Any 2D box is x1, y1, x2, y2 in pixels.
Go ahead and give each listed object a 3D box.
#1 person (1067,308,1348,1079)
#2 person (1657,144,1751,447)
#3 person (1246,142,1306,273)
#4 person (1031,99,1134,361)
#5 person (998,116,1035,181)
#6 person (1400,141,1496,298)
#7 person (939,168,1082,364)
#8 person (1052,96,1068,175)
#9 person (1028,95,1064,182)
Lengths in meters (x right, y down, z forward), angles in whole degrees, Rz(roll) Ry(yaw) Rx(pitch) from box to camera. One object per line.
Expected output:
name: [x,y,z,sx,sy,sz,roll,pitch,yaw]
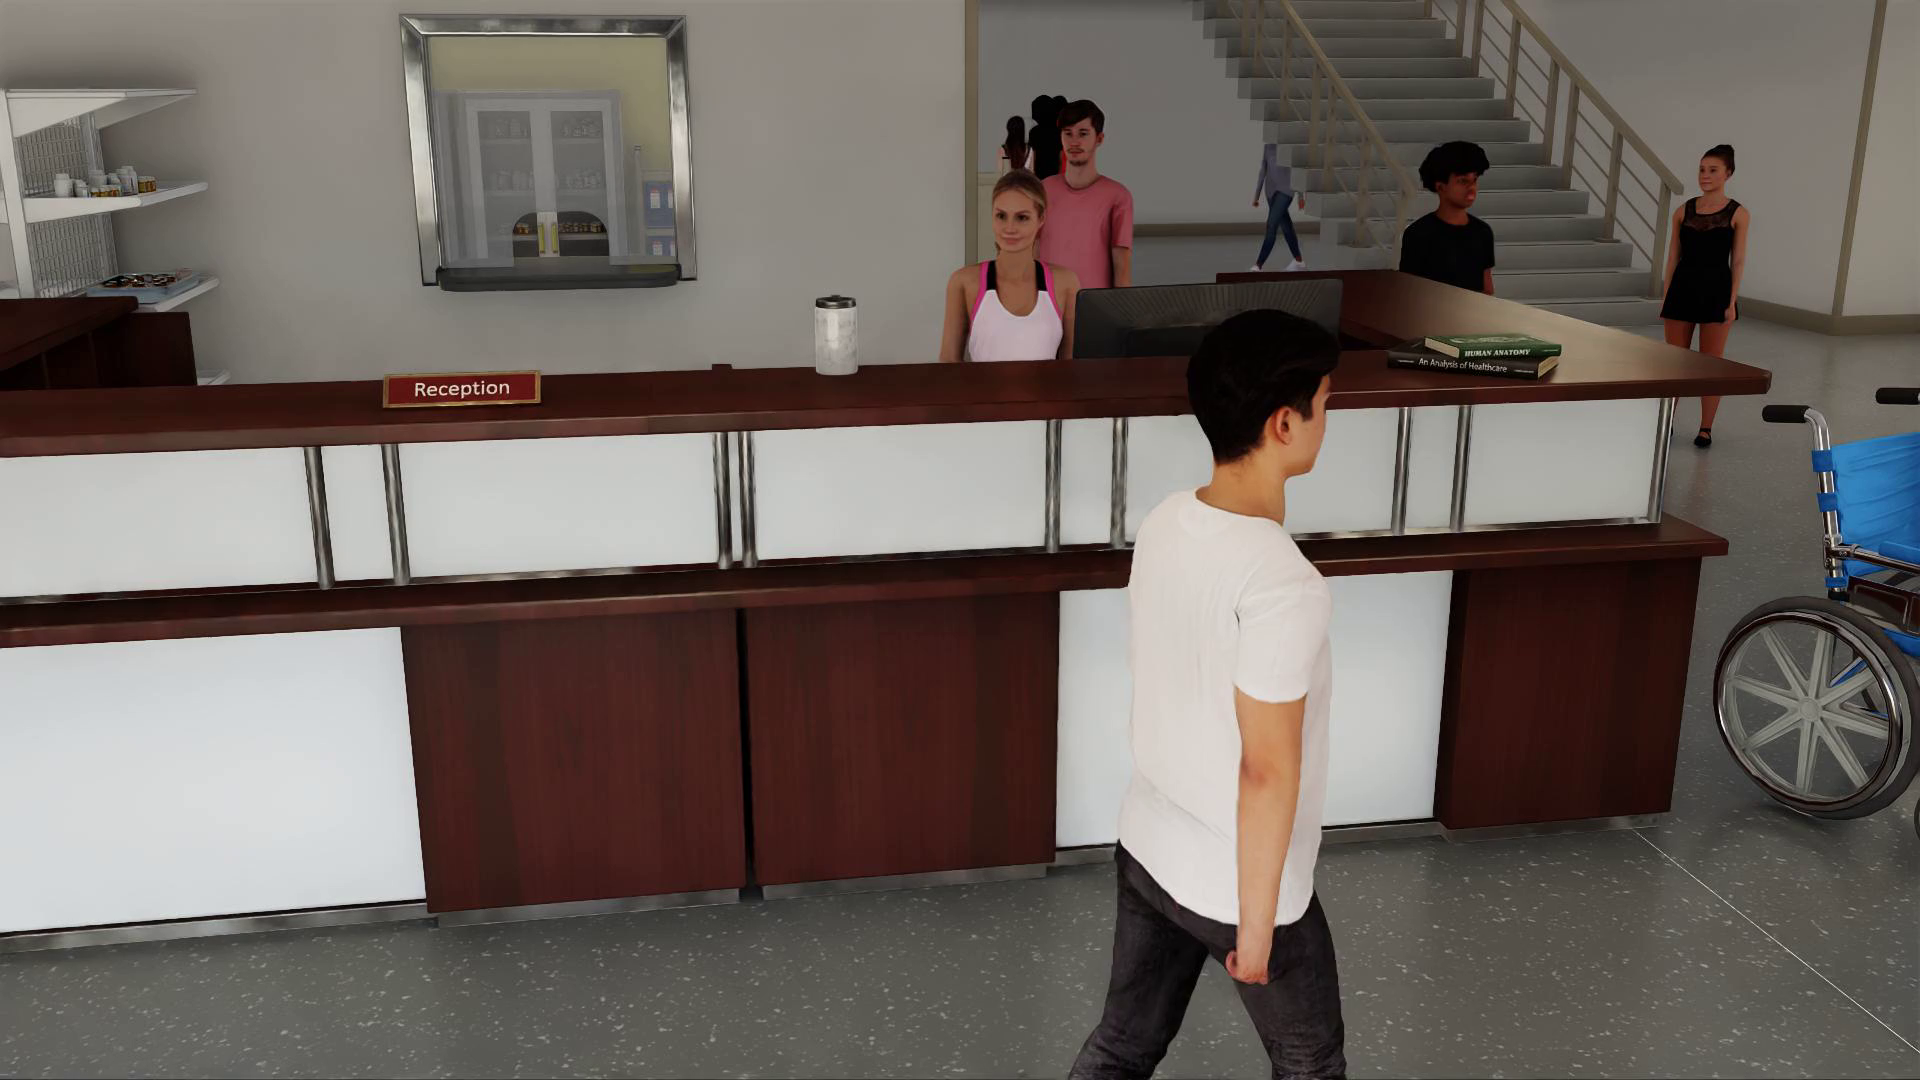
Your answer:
person: [0.339,0.505,2.668,0.850,1.680,1.050,-7,17,-22]
person: [4.196,-1.375,9.404,0.669,1.675,0.741,13,20,39]
person: [3.307,-3.469,16.827,1.077,1.676,1.237,-11,19,-34]
person: [0.502,-0.881,7.130,0.698,1.958,0.721,7,17,22]
person: [0.571,-3.319,16.372,0.628,1.635,0.667,-6,17,-20]
person: [2.148,-0.892,7.559,0.852,1.745,1.158,-8,17,-25]
person: [0.154,-0.270,5.276,0.631,1.786,0.554,-1,16,-2]
person: [1.222,-4.511,20.325,0.798,1.785,0.725,8,18,26]
person: [0.910,-3.846,17.870,0.717,1.824,0.709,-12,20,-37]
